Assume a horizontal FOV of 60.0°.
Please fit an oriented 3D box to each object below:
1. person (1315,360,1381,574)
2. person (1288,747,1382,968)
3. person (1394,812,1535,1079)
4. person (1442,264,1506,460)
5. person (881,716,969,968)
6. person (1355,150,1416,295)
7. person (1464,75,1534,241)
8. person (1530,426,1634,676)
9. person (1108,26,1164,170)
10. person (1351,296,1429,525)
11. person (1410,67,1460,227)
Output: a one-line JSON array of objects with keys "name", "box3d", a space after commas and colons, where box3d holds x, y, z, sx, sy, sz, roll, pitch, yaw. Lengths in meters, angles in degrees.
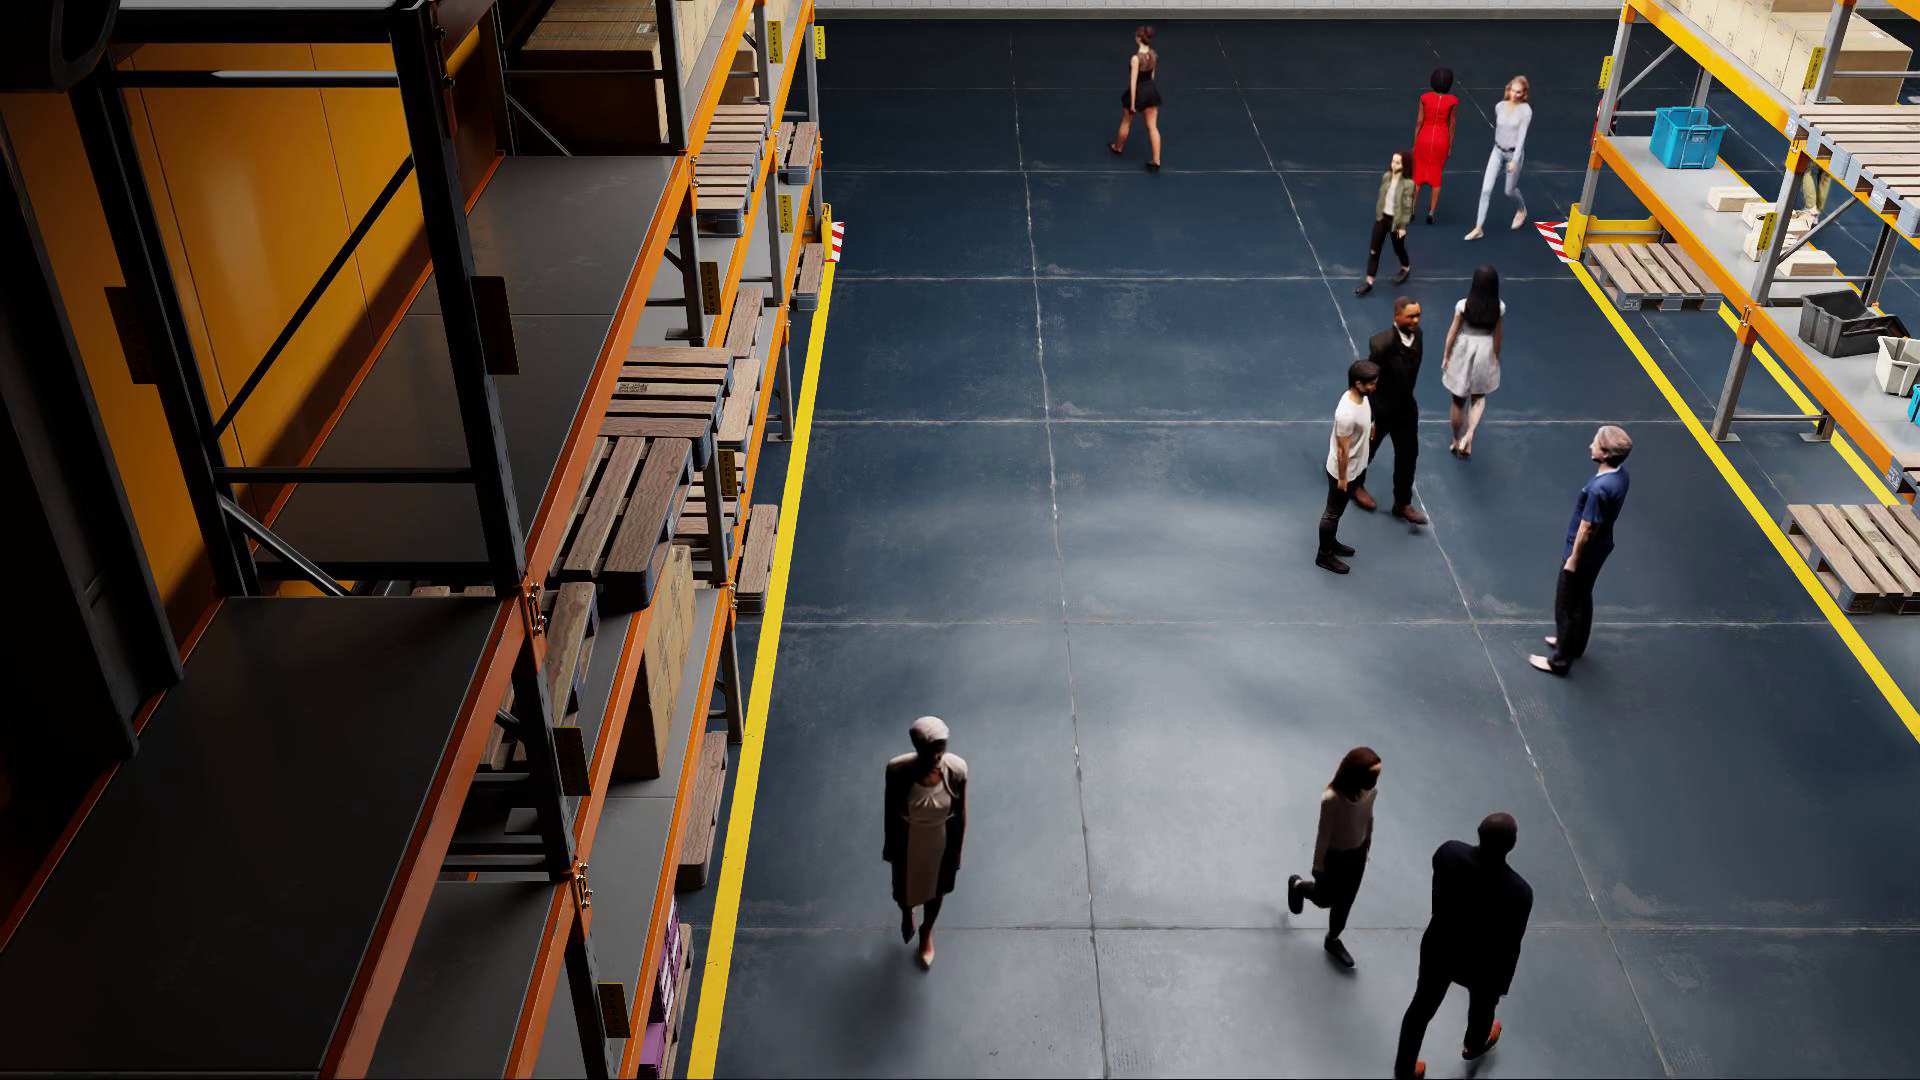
[{"name": "person", "box3d": [2.885, -0.582, 12.458, 0.754, 1.717, 0.604, 13, 36, 18]}, {"name": "person", "box3d": [2.072, 1.703, 9.241, 0.759, 1.474, 0.894, -16, 37, -23]}, {"name": "person", "box3d": [2.449, 2.134, 8.311, 1.056, 1.785, 1.136, 25, 41, 33]}, {"name": "person", "box3d": [4.211, -1.400, 13.647, 0.720, 1.764, 0.832, 5, 34, 8]}, {"name": "person", "box3d": [-0.187, 1.600, 9.154, 0.671, 1.742, 0.727, -3, 34, -4]}, {"name": "person", "box3d": [4.367, -3.184, 16.619, 1.022, 1.445, 0.997, -25, 41, -32]}, {"name": "person", "box3d": [5.868, -4.065, 17.656, 1.104, 1.765, 1.085, -25, 41, -32]}, {"name": "person", "box3d": [4.288, 0.072, 11.341, 0.804, 1.866, 0.692, 20, 38, 27]}, {"name": "person", "box3d": [2.168, -5.106, 19.352, 1.001, 1.621, 1.186, -21, 39, -28]}, {"name": "person", "box3d": [3.298, -1.079, 13.064, 1.030, 1.876, 1.166, -17, 37, -24]}, {"name": "person", "box3d": [5.093, -4.242, 17.940, 0.619, 1.744, 0.589, 10, 35, 14]}]
